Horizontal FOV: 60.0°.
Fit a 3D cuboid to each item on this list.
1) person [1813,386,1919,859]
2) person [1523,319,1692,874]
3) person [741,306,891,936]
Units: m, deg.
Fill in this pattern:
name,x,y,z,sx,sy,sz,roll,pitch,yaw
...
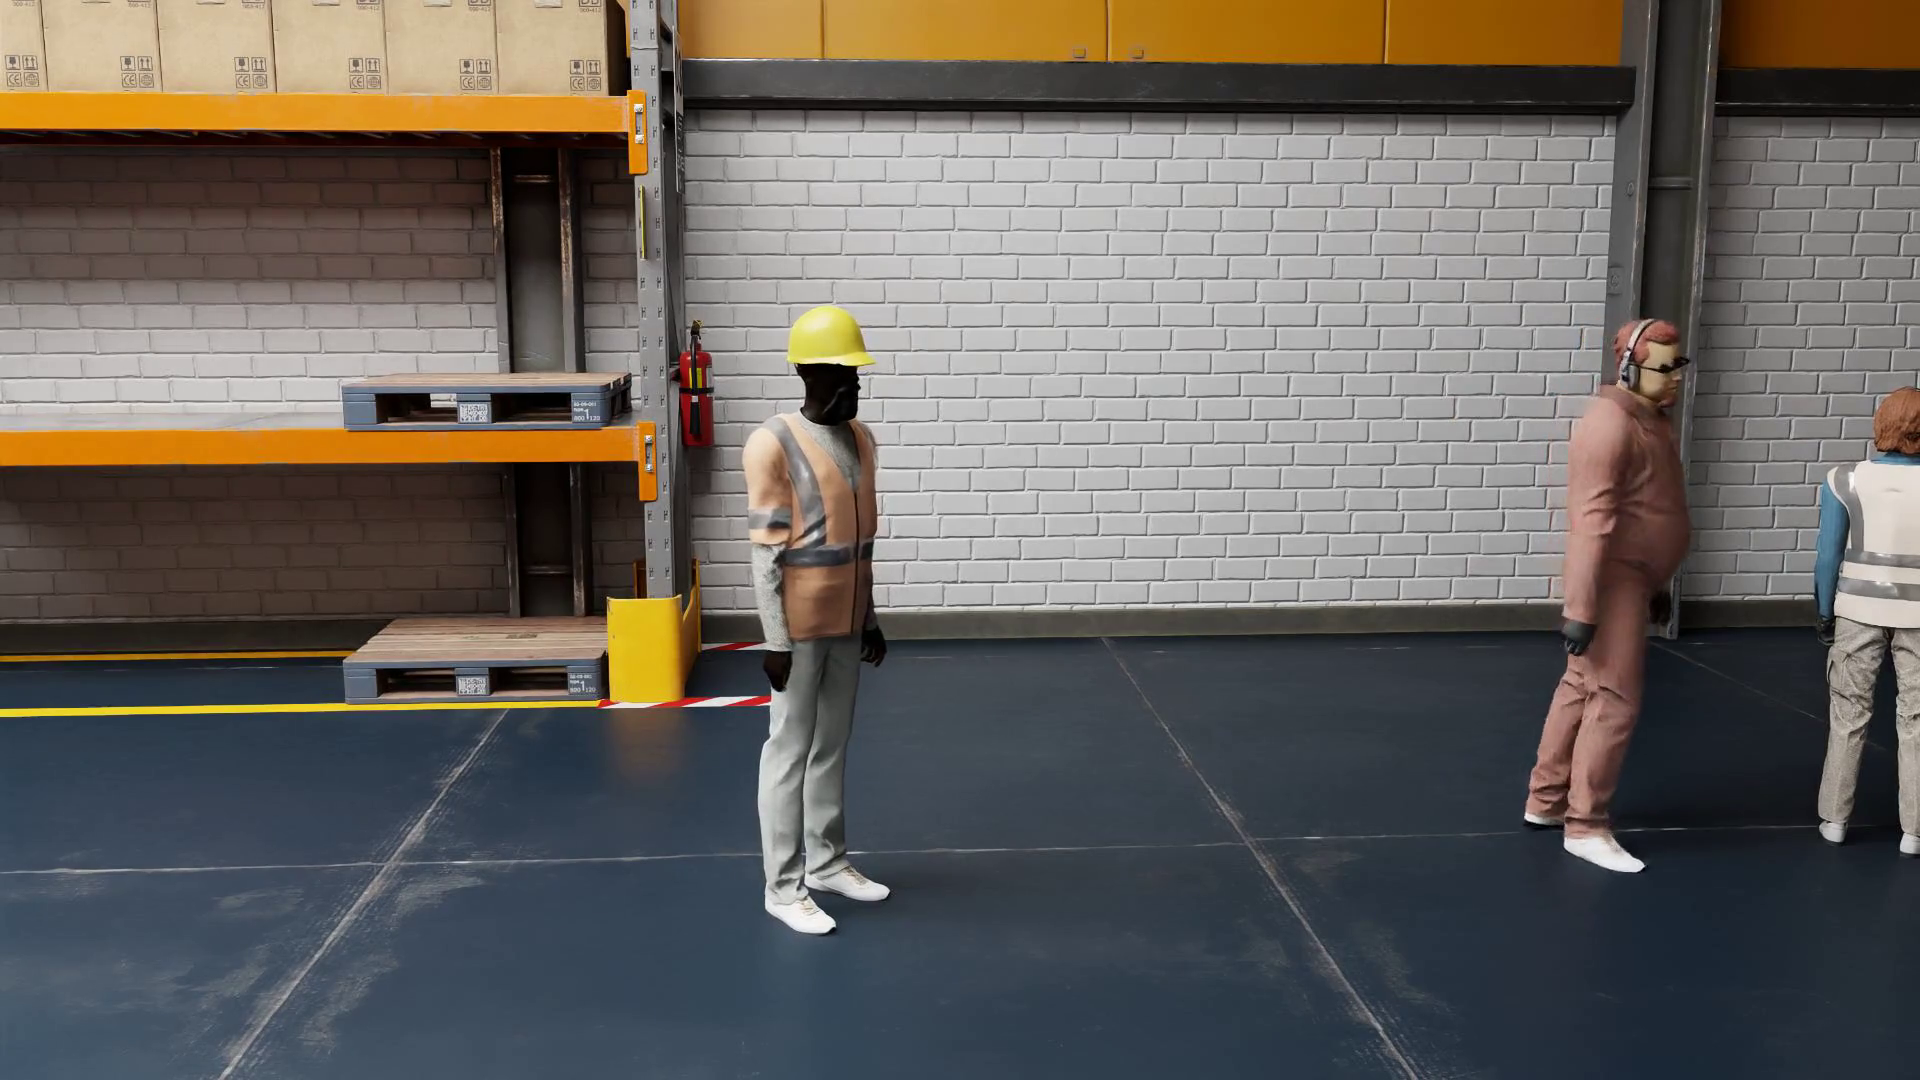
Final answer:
name,x,y,z,sx,sy,sz,roll,pitch,yaw
person,3.249,0.289,5.796,0.514,1.641,0.308,6,11,35
person,2.232,0.181,5.777,0.549,1.885,0.706,5,10,29
person,-0.426,0.239,5.207,0.378,1.928,0.585,6,11,31
